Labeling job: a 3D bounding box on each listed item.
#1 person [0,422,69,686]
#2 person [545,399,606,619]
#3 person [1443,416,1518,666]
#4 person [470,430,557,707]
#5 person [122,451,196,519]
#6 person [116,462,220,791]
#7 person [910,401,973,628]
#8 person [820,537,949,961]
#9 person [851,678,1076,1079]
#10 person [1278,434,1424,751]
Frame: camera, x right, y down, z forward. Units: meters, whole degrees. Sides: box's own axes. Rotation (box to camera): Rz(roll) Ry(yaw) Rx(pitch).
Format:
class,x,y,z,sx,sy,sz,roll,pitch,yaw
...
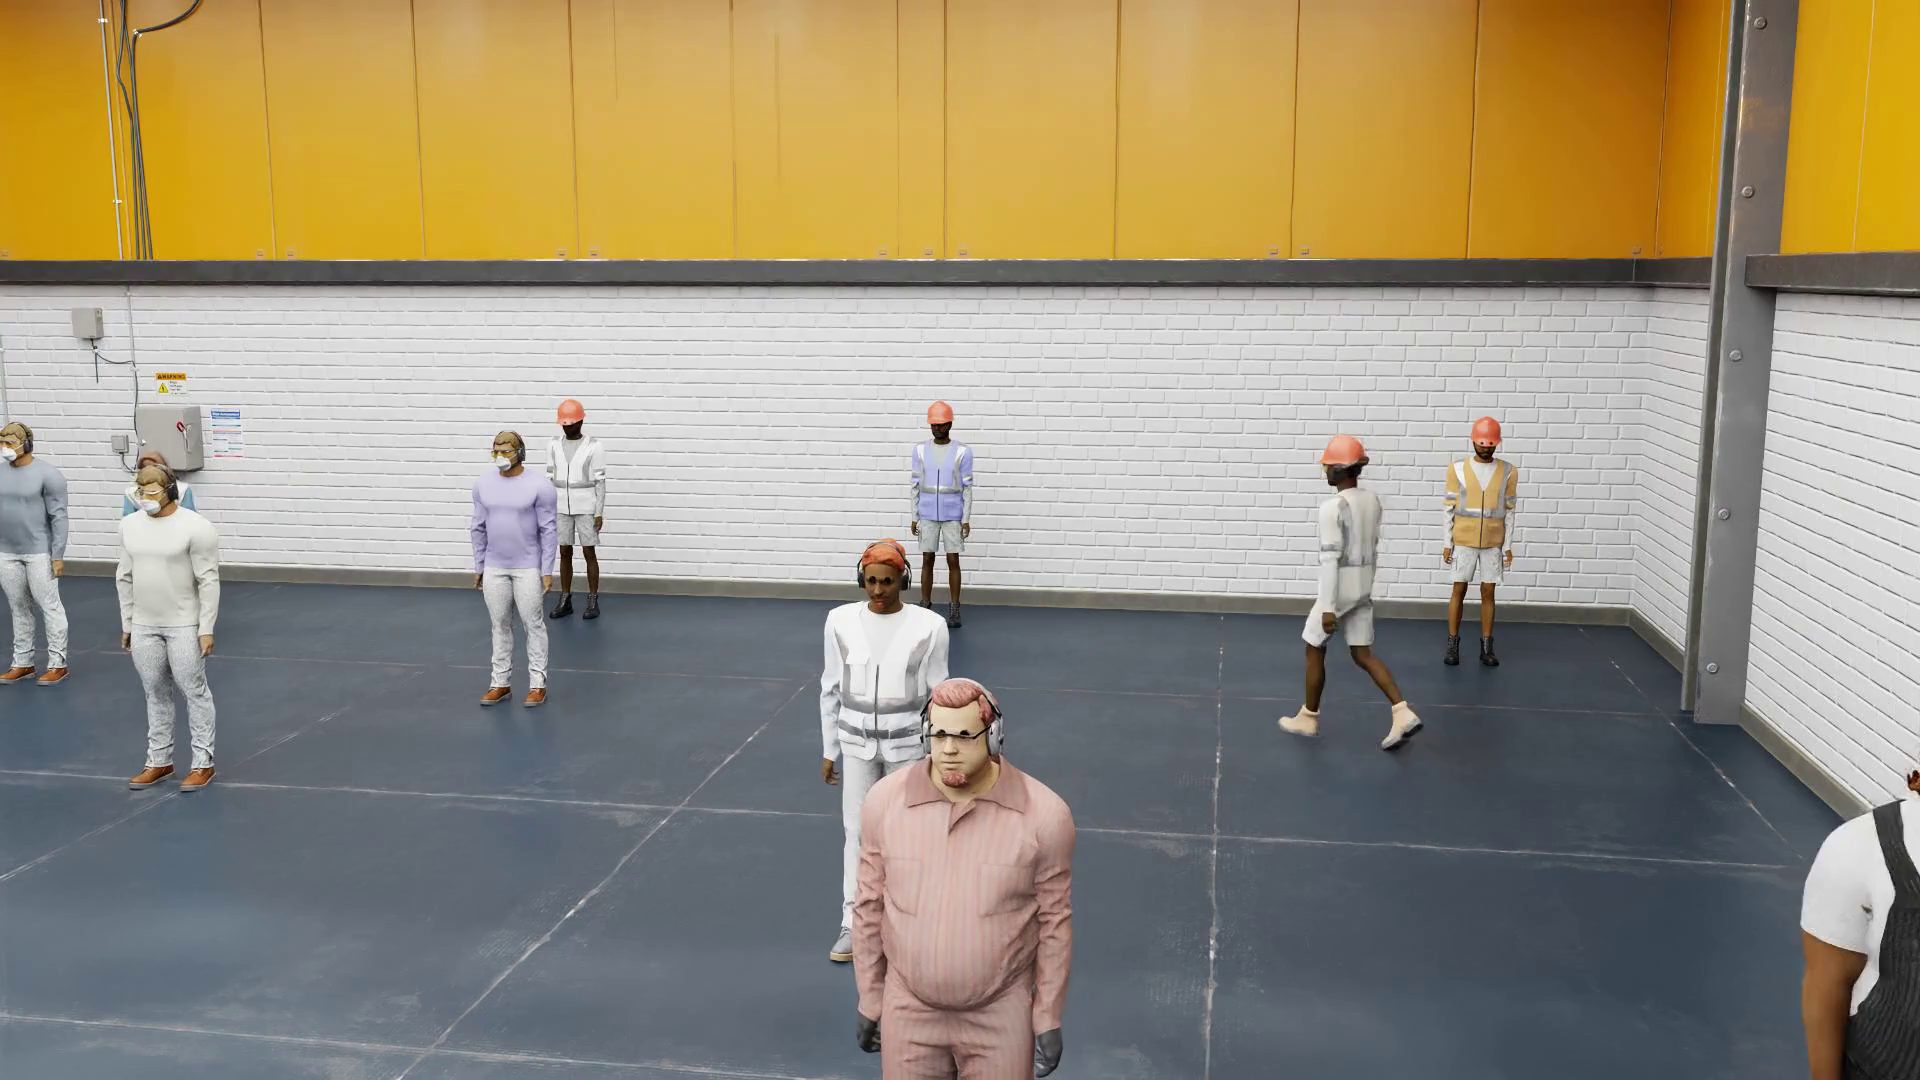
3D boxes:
class,x,y,z,sx,sy,sz,roll,pitch,yaw
person,-6.825,0.102,12.182,0.629,1.940,0.373,2,9,9
person,-3.357,-0.268,14.492,0.542,1.931,0.366,2,9,9
person,3.987,0.010,12.774,0.542,1.931,0.366,2,9,9
person,-3.106,0.198,11.591,0.629,1.940,0.373,2,9,9
person,-6.320,0.095,13.199,0.580,1.614,0.524,-2,9,-14
person,-4.619,0.505,9.710,0.629,1.936,0.373,2,9,9
person,-0.162,-0.214,14.136,0.542,1.938,0.357,2,9,9
person,-0.334,0.922,7.284,0.573,1.887,0.356,2,9,9
person,-0.003,1.326,4.735,0.640,1.909,0.409,2,9,9
person,2.504,0.334,10.569,0.615,2.013,0.963,-8,12,-41
